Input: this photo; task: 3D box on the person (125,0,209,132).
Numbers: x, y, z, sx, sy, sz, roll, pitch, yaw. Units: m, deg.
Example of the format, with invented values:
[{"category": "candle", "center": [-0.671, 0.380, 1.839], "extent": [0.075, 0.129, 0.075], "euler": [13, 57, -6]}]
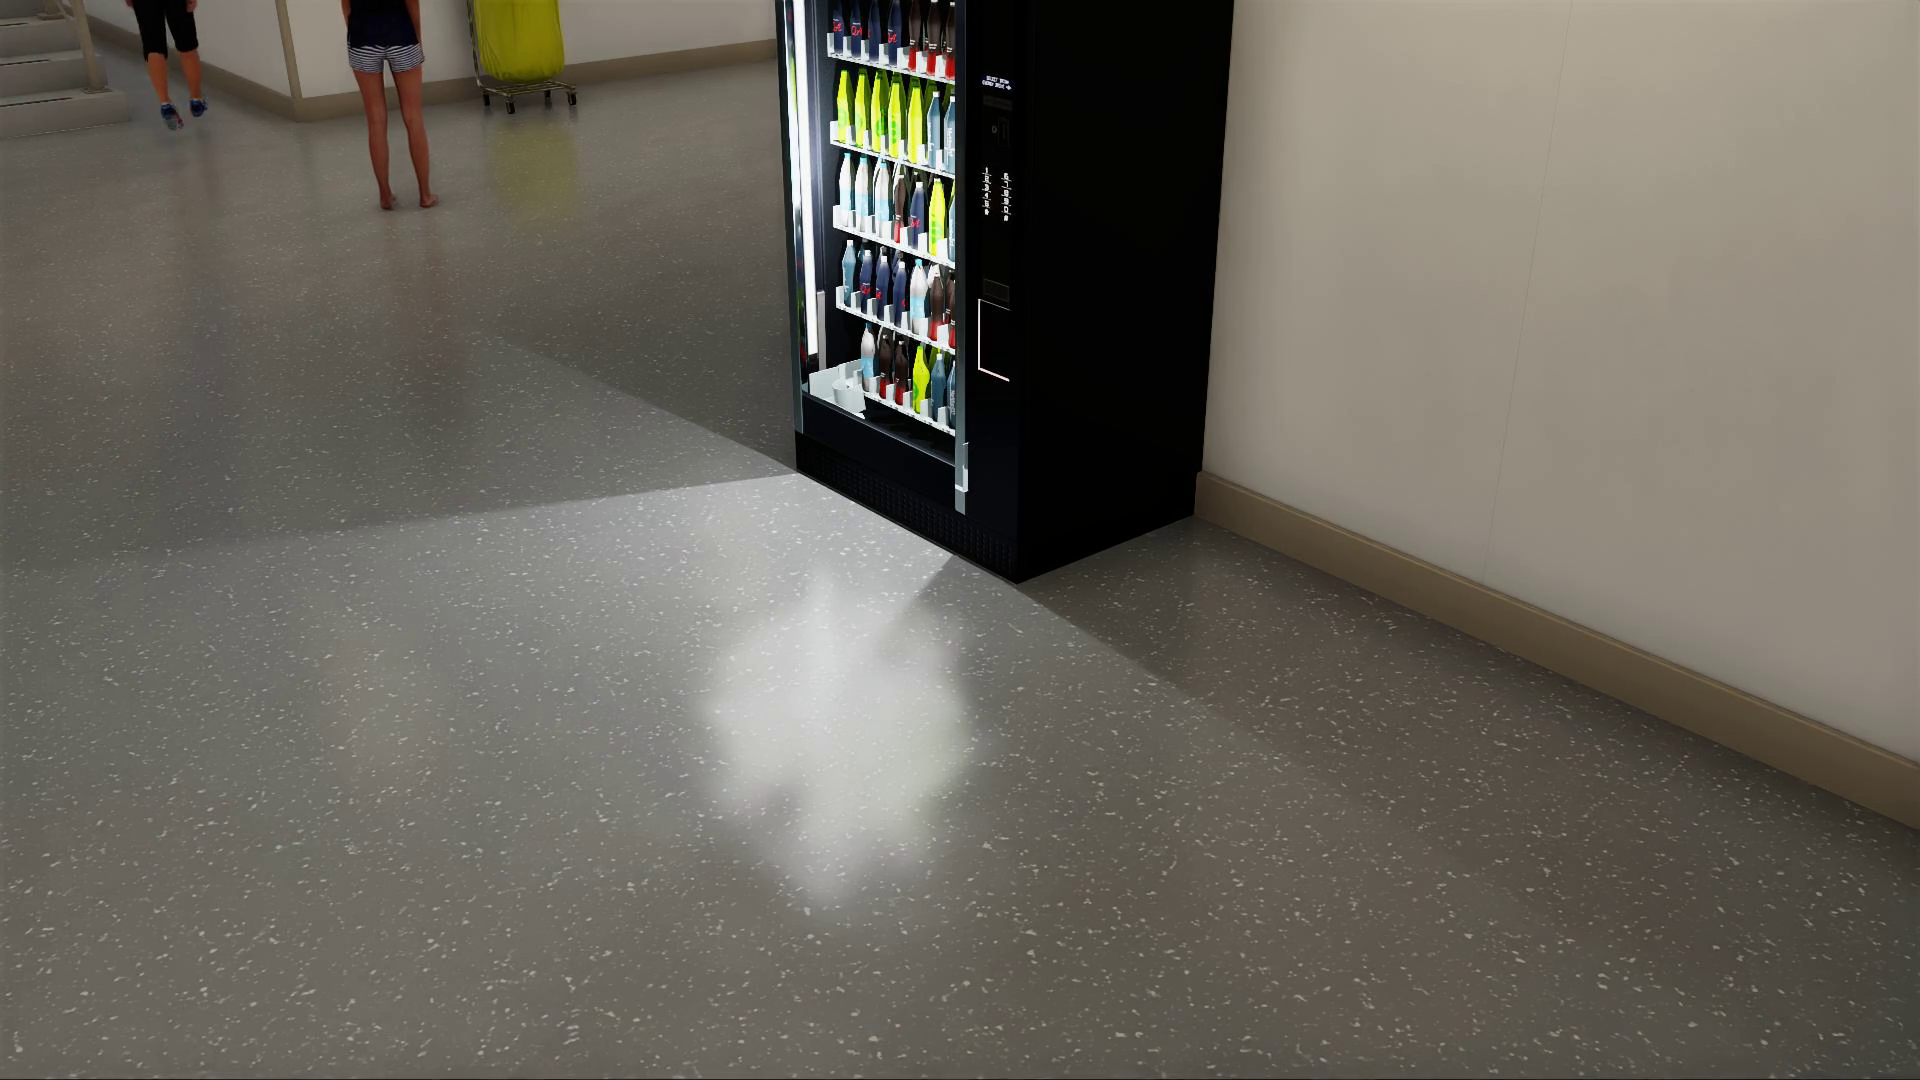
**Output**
[{"category": "person", "center": [-5.278, -3.588, 10.907], "extent": [0.929, 1.818, 1.325], "euler": [-8, 27, -17]}]

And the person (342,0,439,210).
[{"category": "person", "center": [-3.179, -2.719, 9.168], "extent": [0.645, 1.764, 0.660], "euler": [-7, 27, -14]}]
